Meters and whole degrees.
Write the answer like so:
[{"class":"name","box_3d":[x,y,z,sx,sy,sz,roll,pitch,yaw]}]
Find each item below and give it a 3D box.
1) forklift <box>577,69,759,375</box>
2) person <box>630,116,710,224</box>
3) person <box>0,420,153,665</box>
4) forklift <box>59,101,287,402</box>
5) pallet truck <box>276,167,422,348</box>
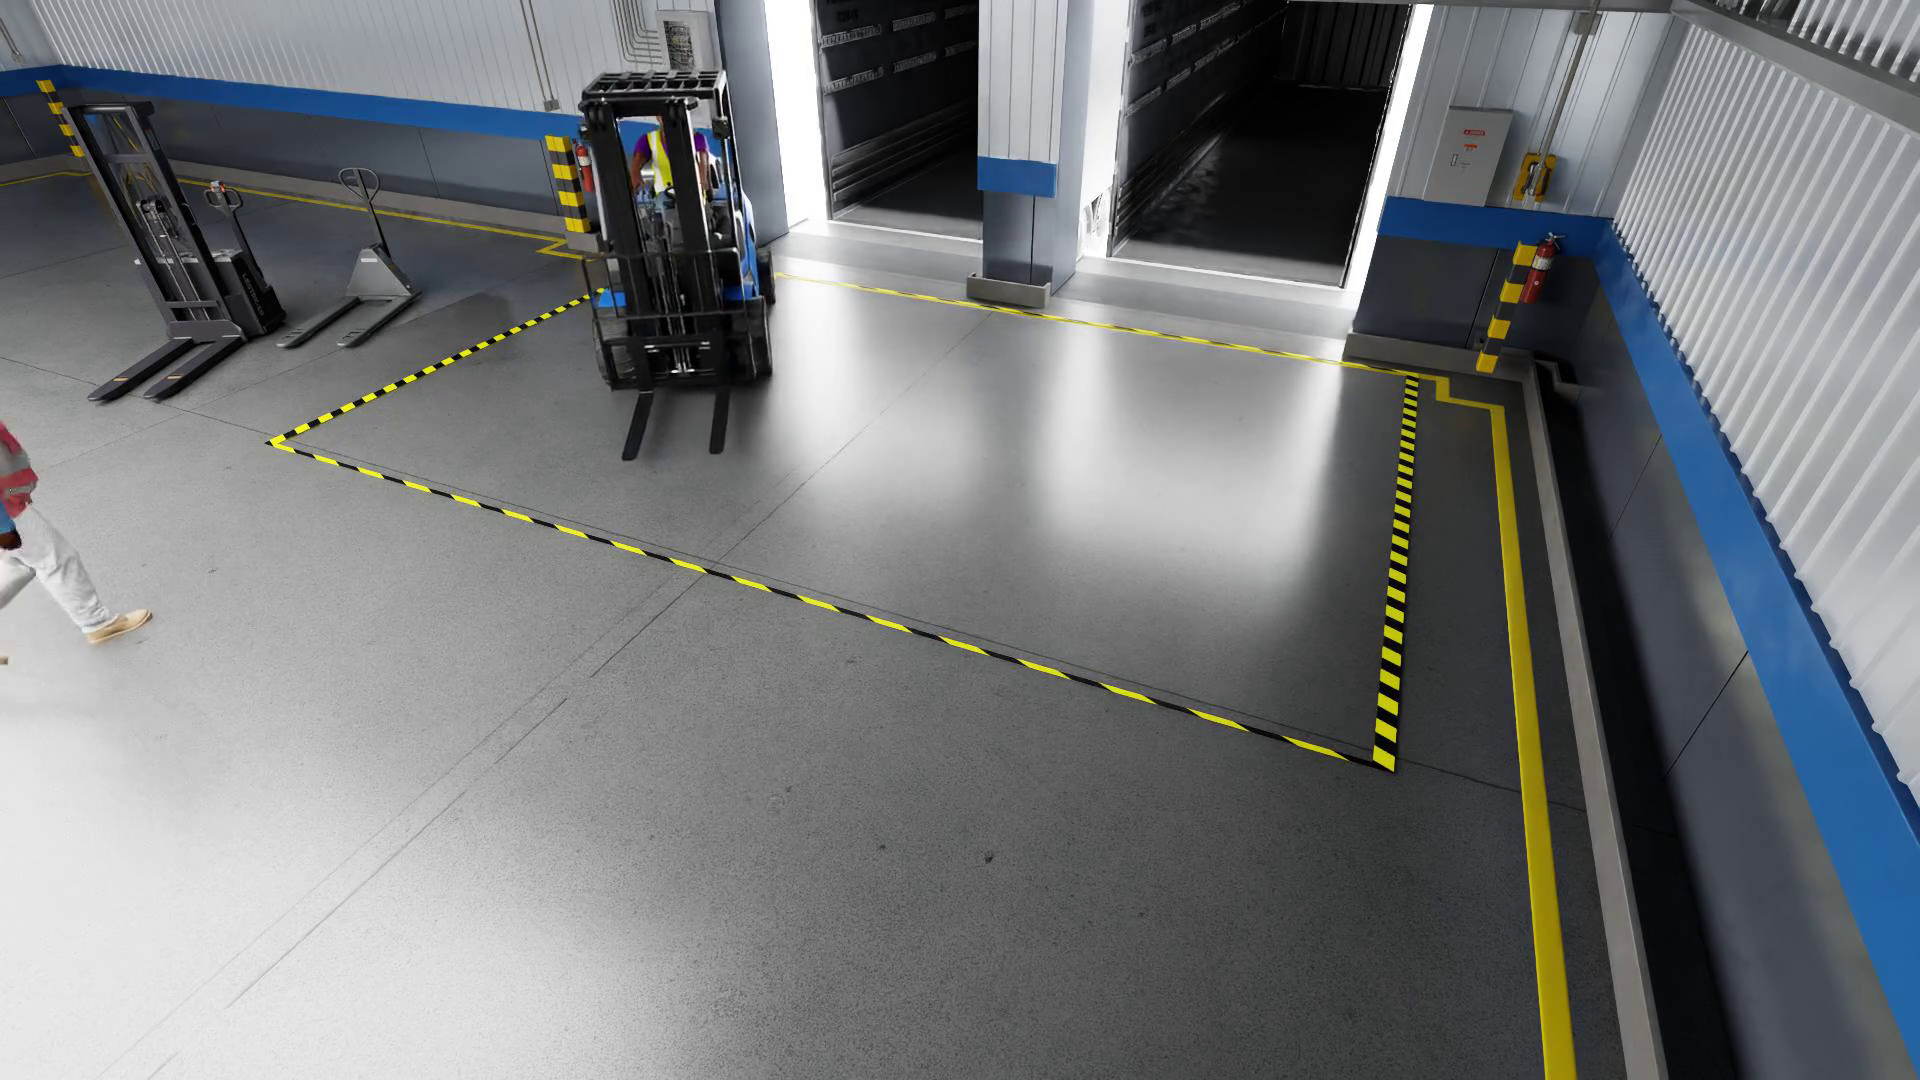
[{"class":"forklift","box_3d":[-2.360,-2.758,7.654,1.157,2.036,2.680,-5,35,-7]},{"class":"person","box_3d":[-2.358,-2.877,7.498,0.635,1.294,1.004,-5,35,-7]},{"class":"person","box_3d":[-4.782,-0.130,4.390,0.635,1.799,0.781,21,40,28]},{"class":"forklift","box_3d":[-6.686,-2.387,7.434,0.823,1.965,1.885,-3,35,-5]},{"class":"pallet truck","box_3d":[-5.732,-2.611,8.414,0.680,1.201,1.601,-1,35,-1]}]
